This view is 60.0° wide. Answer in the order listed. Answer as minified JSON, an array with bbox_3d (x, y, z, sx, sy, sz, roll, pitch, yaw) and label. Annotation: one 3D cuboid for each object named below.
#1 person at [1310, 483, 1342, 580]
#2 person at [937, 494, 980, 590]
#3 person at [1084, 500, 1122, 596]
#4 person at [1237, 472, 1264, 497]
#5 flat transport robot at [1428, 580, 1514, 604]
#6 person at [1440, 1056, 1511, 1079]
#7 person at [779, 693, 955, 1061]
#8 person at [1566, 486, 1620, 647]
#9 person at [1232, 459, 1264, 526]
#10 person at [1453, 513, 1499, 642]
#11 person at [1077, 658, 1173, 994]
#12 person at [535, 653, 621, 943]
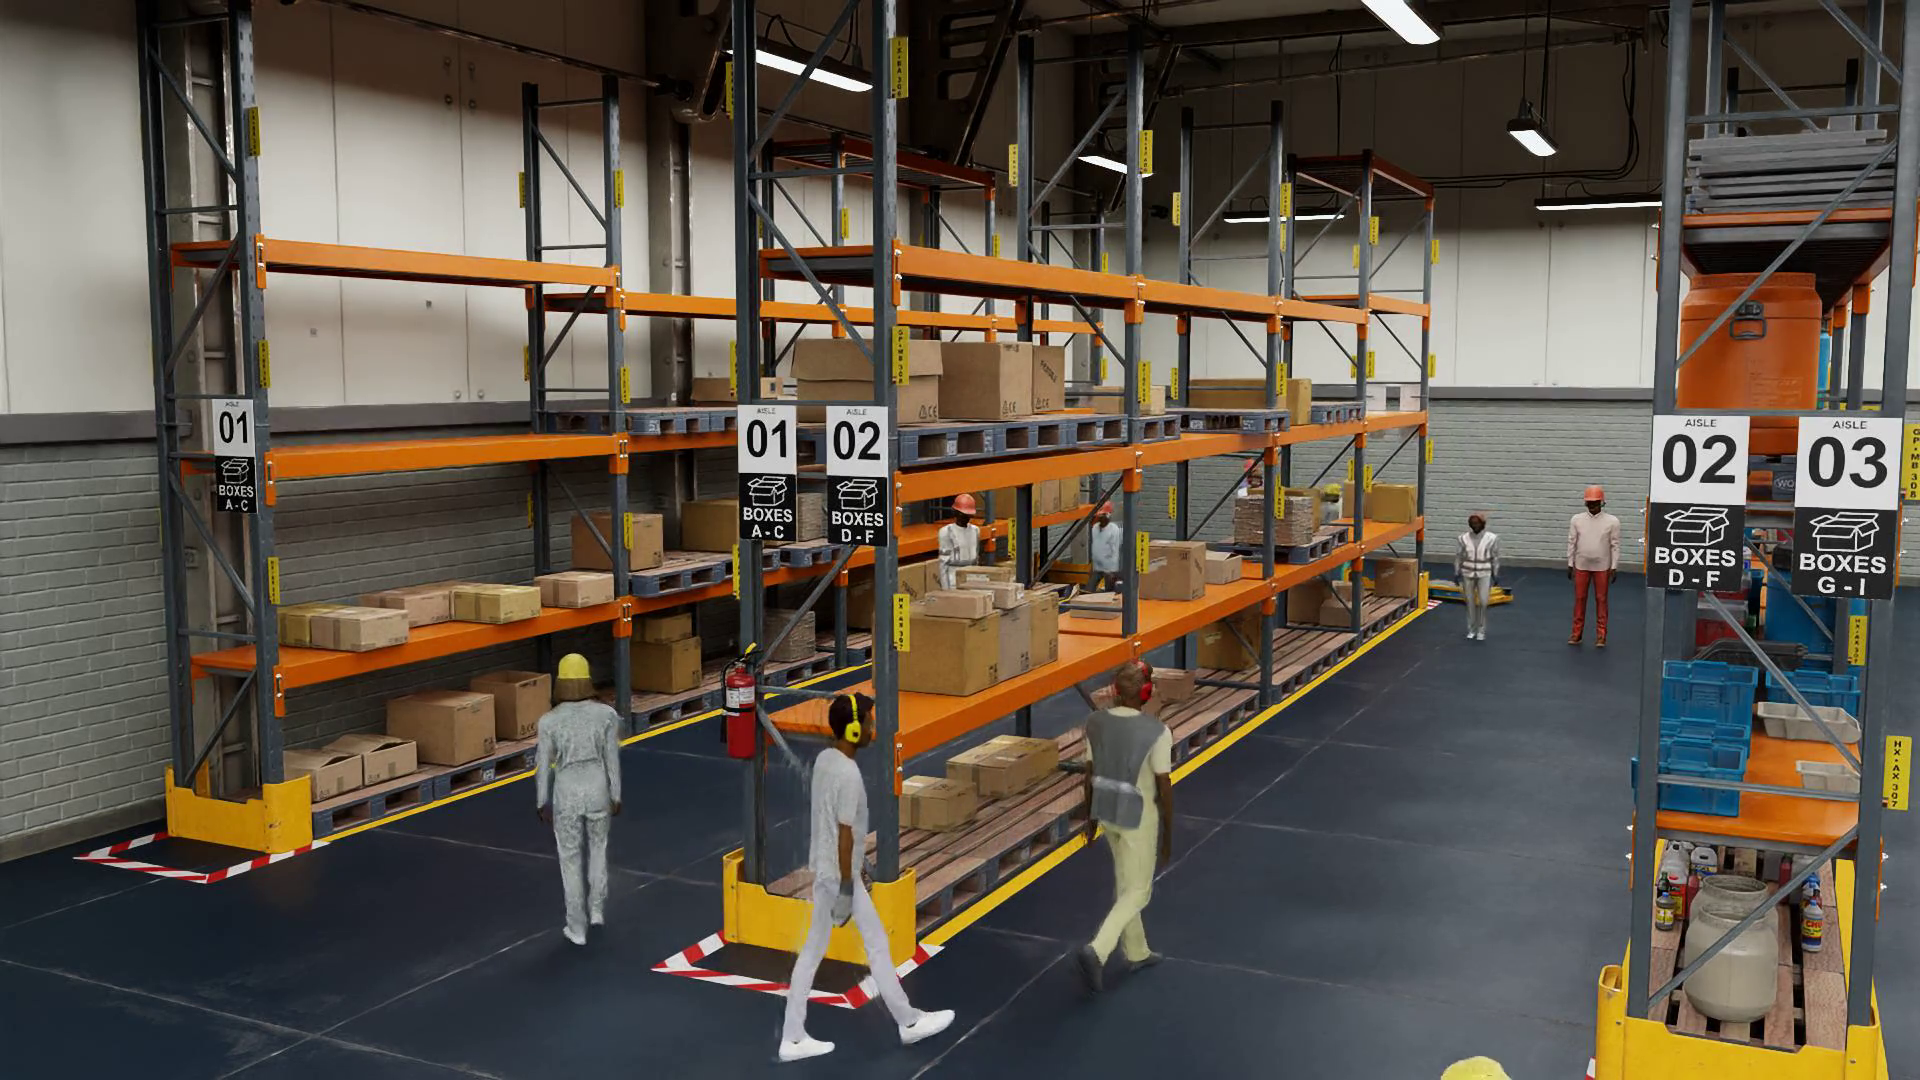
[{"bbox_3d":[5.484,0.005,25.000,0.511,1.726,0.497,-1,6,-12],"label":"person"},{"bbox_3d":[0.025,0.492,18.739,0.605,2.034,0.392,-6,8,-44],"label":"person"},{"bbox_3d":[1.816,0.349,21.528,0.555,1.732,0.597,-4,7,-36],"label":"person"},{"bbox_3d":[4.632,-0.174,26.267,0.595,1.812,0.467,2,6,17],"label":"person"},{"bbox_3d":[7.380,0.759,24.625,0.652,0.197,1.431,-6,8,-44],"label":"flat transport robot"},{"bbox_3d":[1.209,2.139,4.101,0.593,1.738,0.396,2,6,22],"label":"person"},{"bbox_3d":[-0.507,1.663,8.330,0.945,1.822,0.539,-3,7,-26],"label":"person"},{"bbox_3d":[7.823,0.322,20.580,0.622,1.993,0.381,4,7,31],"label":"person"},{"bbox_3d":[4.889,-0.419,28.212,0.578,1.906,0.647,4,7,32],"label":"person"},{"bbox_3d":[6.469,0.476,20.904,0.538,1.614,0.685,3,7,27],"label":"person"},{"bbox_3d":[0.900,1.574,9.242,0.577,1.822,0.781,6,8,45],"label":"person"},{"bbox_3d":[-2.307,1.540,10.014,0.497,1.724,0.459,-3,6,-24],"label":"person"}]
